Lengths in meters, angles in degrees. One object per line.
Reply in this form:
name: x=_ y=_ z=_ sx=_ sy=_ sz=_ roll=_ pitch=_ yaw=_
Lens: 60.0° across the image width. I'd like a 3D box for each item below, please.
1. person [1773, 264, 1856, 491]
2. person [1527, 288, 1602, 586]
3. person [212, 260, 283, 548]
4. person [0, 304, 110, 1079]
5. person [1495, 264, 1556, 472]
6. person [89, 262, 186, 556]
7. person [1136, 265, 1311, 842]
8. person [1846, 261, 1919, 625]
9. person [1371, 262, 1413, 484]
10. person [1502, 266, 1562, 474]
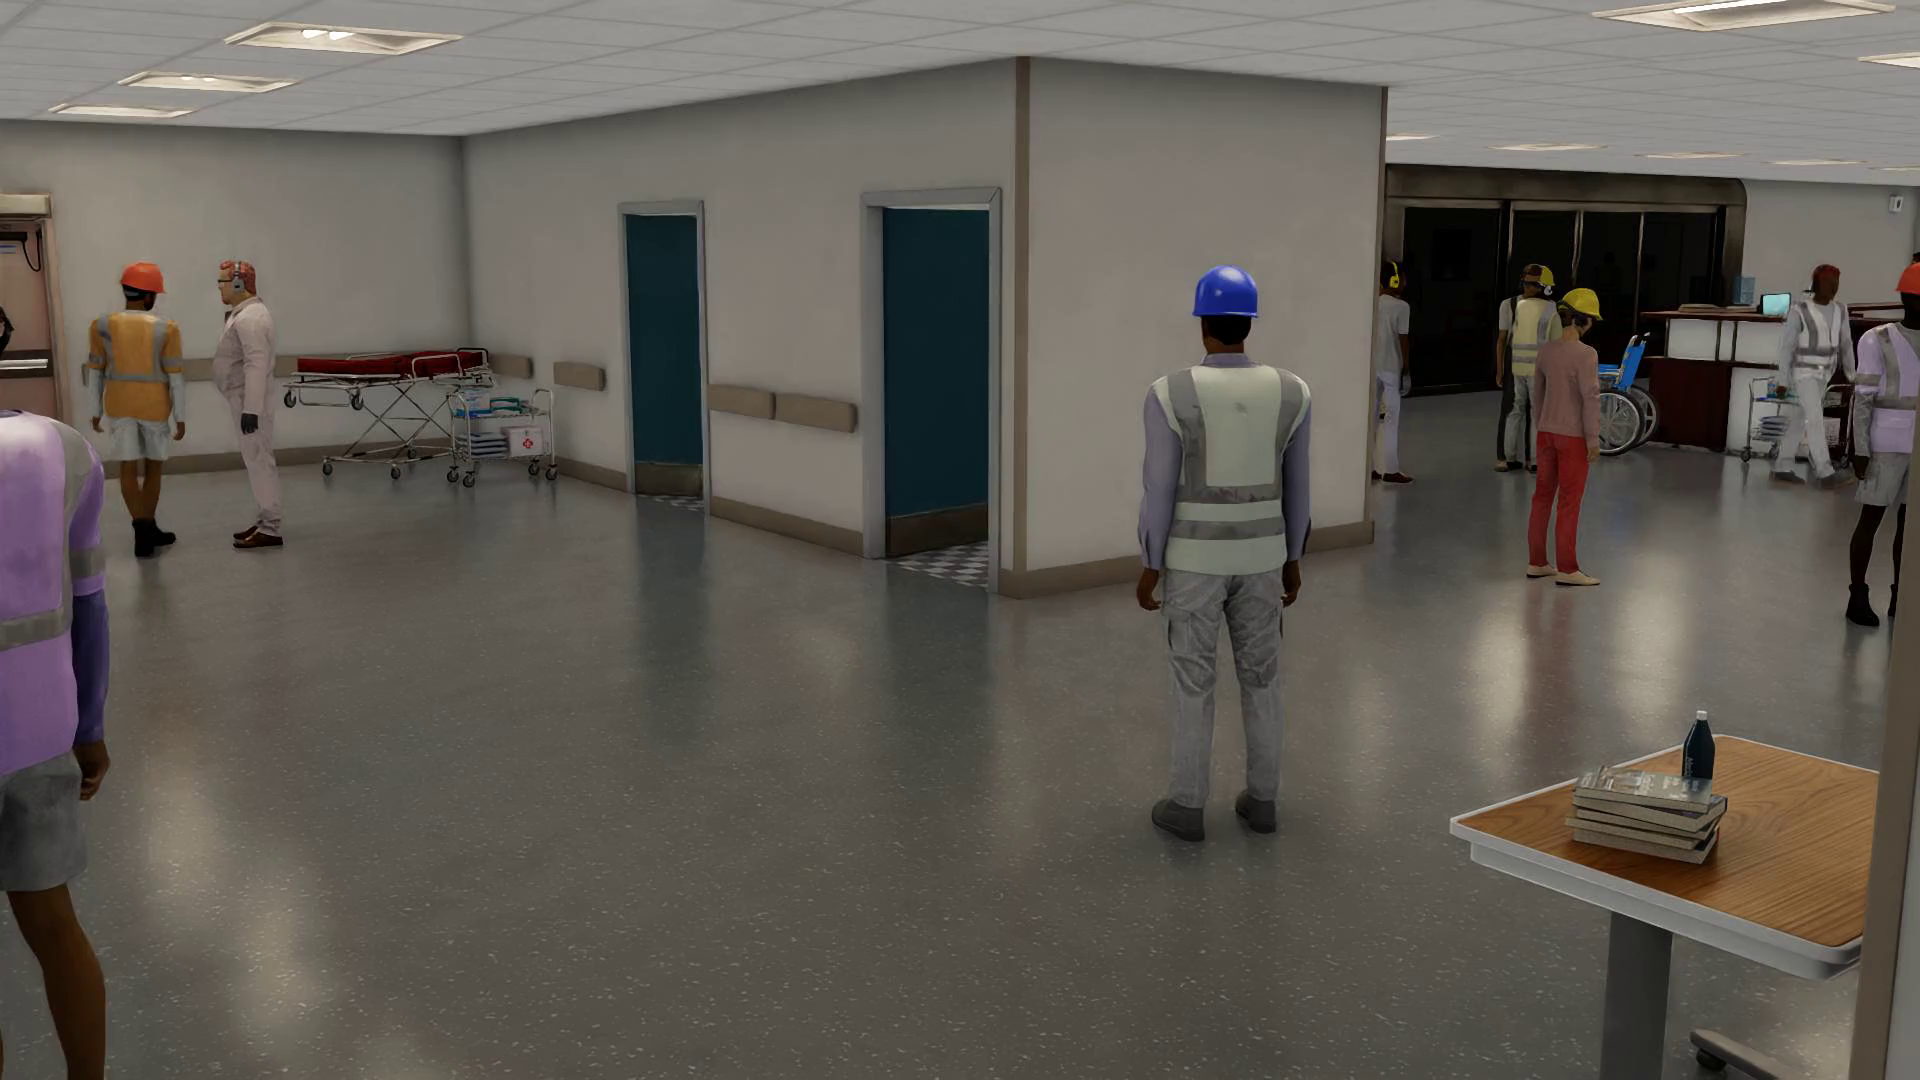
person: x=7.109 y=-1.322 z=13.663 sx=0.578 sy=1.838 sz=0.948 roll=-4 pitch=11 yaw=-23
person: x=3.622 y=-0.611 z=9.902 sx=0.327 sy=1.760 sz=0.524 roll=-4 pitch=11 yaw=-19
person: x=-4.768 y=-0.905 z=11.129 sx=0.407 sy=1.906 sz=0.655 roll=-4 pitch=11 yaw=-21
person: x=-2.038 y=0.409 z=3.430 sx=0.404 sy=2.030 sz=0.614 roll=3 pitch=11 yaw=18
person: x=5.004 y=-1.512 z=14.714 sx=0.504 sy=1.840 sz=0.345 roll=2 pitch=10 yaw=10
person: x=-5.358 y=-0.848 z=10.828 sx=0.609 sy=1.898 sz=0.673 roll=-3 pitch=10 yaw=-15
person: x=0.888 y=0.052 z=5.652 sx=0.614 sy=1.945 sz=0.401 roll=-3 pitch=10 yaw=-14
person: x=5.001 y=-0.504 z=8.800 sx=0.544 sy=1.938 sz=0.356 roll=0 pitch=10 yaw=-2
person: x=3.602 y=-1.409 z=14.078 sx=0.335 sy=1.864 sz=0.521 roll=-7 pitch=13 yaw=-36
person: x=5.060 y=-1.495 z=14.683 sx=0.403 sy=1.824 sz=0.598 roll=-8 pitch=13 yaw=-39
